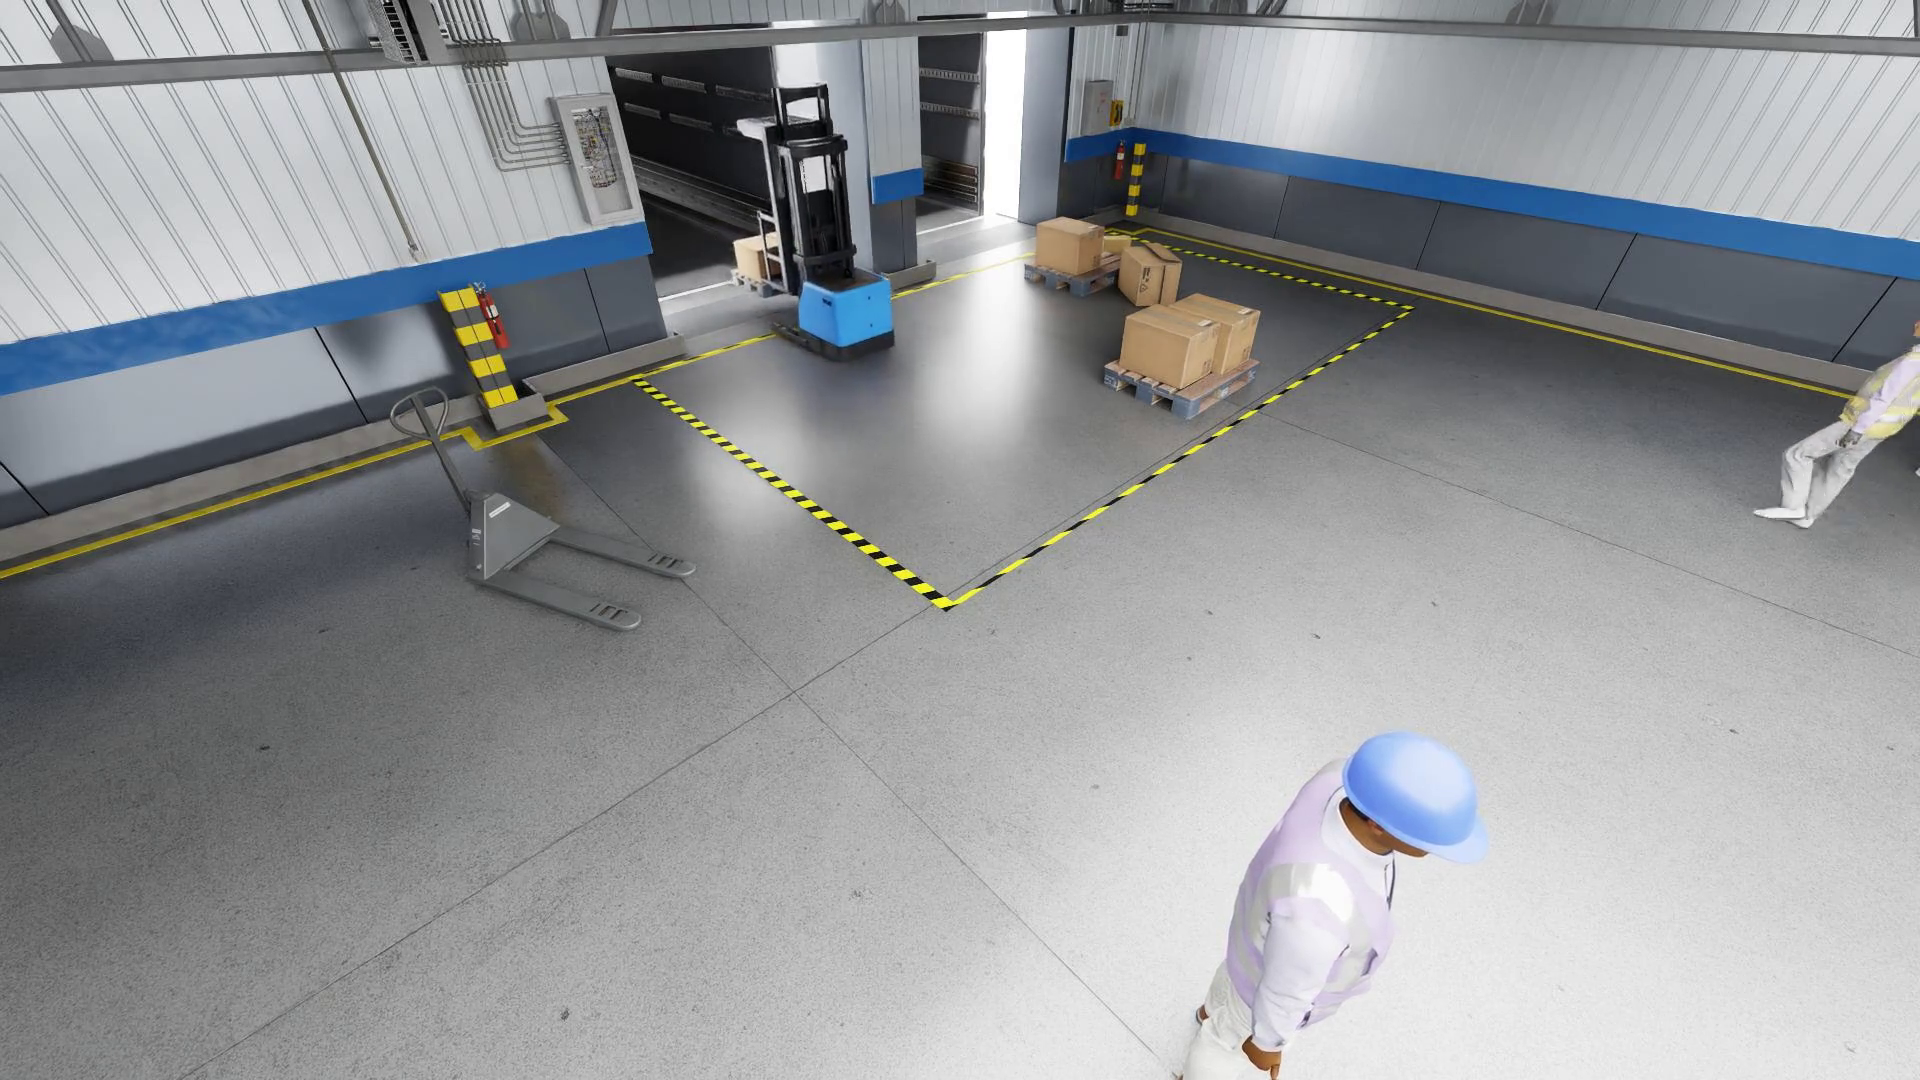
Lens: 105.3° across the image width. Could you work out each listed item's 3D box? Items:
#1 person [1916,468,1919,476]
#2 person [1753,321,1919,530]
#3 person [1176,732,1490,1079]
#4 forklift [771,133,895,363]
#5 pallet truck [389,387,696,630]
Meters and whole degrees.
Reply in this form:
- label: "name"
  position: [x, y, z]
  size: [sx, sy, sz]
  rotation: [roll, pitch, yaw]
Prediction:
- label: "person"
  position: [7.921, -1.154, 5.354]
  size: [0.486, 1.743, 0.294]
  rotation: [2, 38, 3]
- label: "person"
  position: [6.105, -0.793, 4.975]
  size: [0.544, 1.624, 0.379]
  rotation: [-15, 40, -19]
- label: "person"
  position: [0.969, 1.203, 2.137]
  size: [0.389, 1.946, 0.614]
  rotation: [22, 43, 26]
- label: "forklift"
  position: [-1.249, -2.907, 7.378]
  size: [0.716, 2.013, 0.776]
  rotation: [-30, 47, -33]
- label: "pallet truck"
  position: [-2.613, -0.247, 4.593]
  size: [1.601, 1.201, 0.680]
  rotation: [14, 40, 17]
